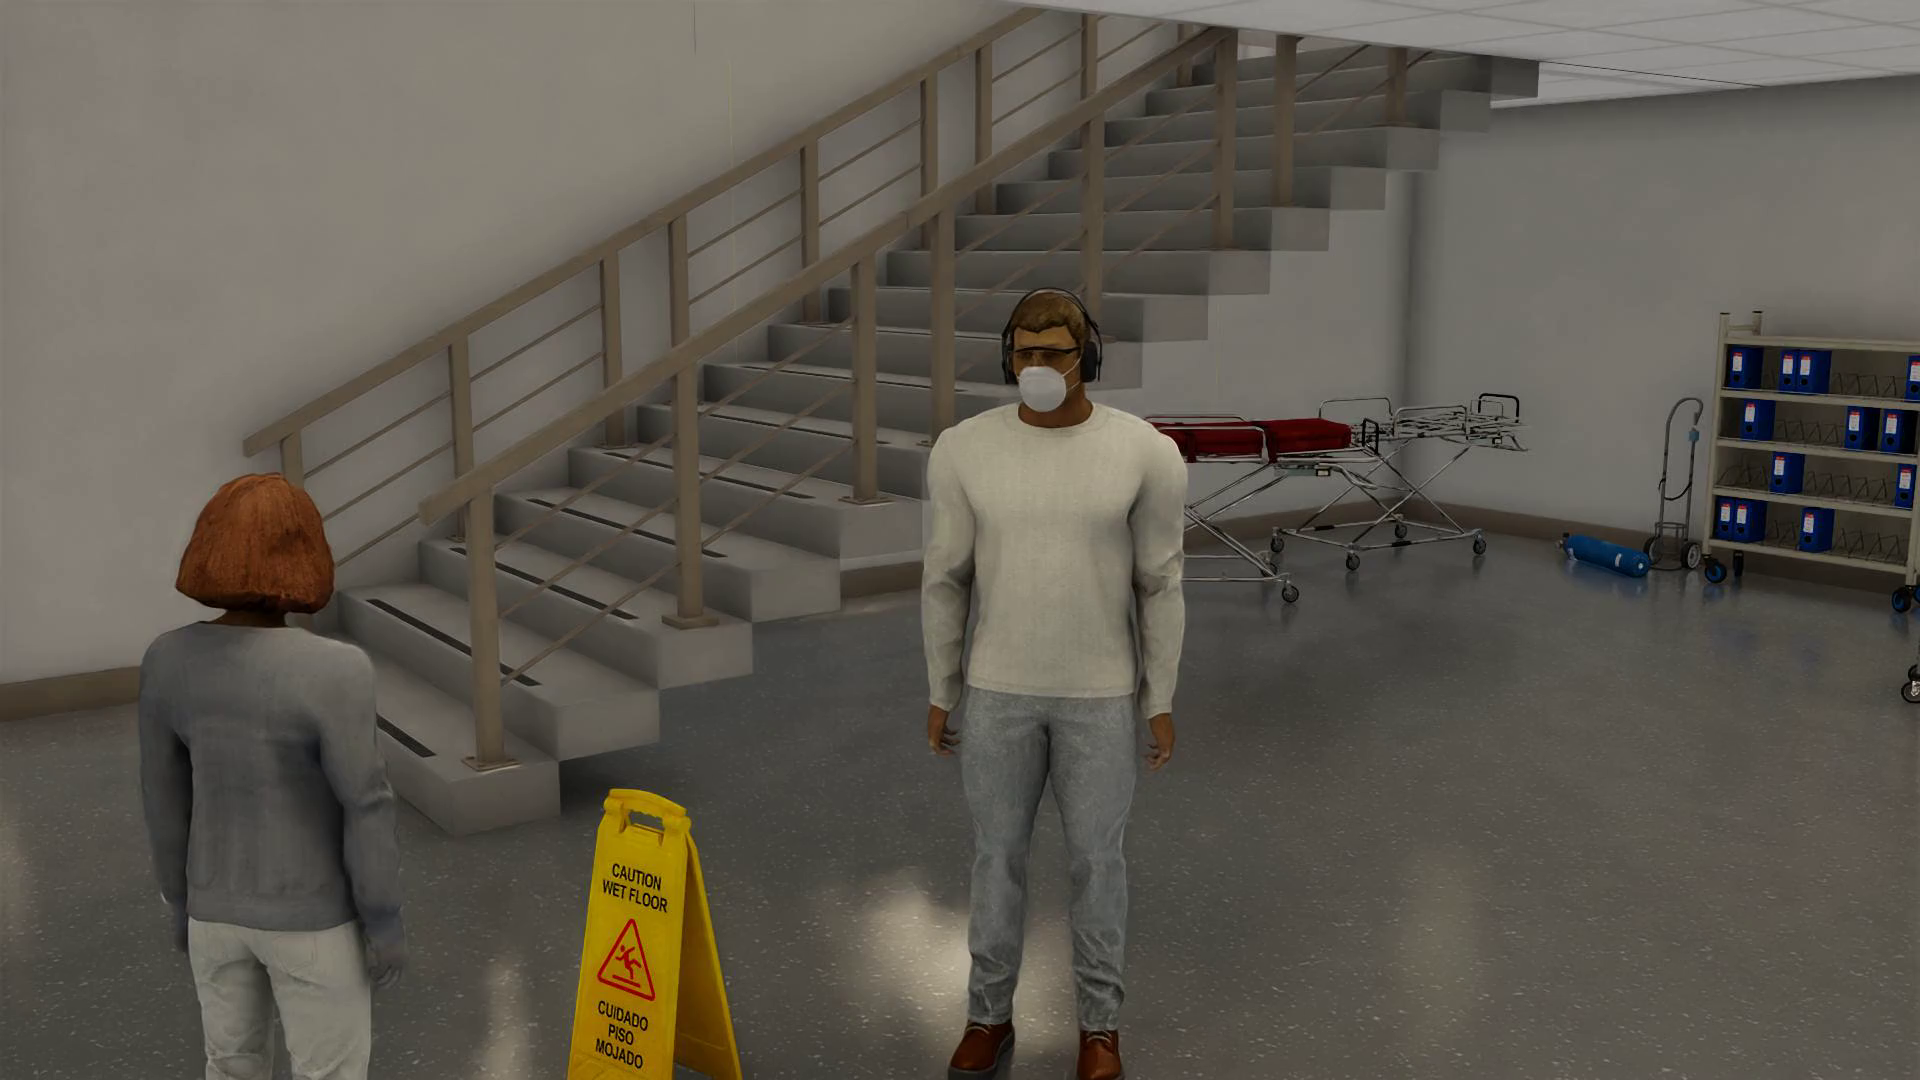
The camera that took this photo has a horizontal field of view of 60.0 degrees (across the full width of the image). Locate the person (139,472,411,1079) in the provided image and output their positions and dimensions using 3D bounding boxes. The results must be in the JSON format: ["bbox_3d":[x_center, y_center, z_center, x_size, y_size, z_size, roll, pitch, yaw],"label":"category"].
[{"bbox_3d":[-1.235,0.691,3.036,0.500,1.634,0.286,3,10,18],"label":"person"}]

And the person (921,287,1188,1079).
[{"bbox_3d":[0.216,0.370,4.005,0.636,1.938,0.358,2,10,10],"label":"person"}]
